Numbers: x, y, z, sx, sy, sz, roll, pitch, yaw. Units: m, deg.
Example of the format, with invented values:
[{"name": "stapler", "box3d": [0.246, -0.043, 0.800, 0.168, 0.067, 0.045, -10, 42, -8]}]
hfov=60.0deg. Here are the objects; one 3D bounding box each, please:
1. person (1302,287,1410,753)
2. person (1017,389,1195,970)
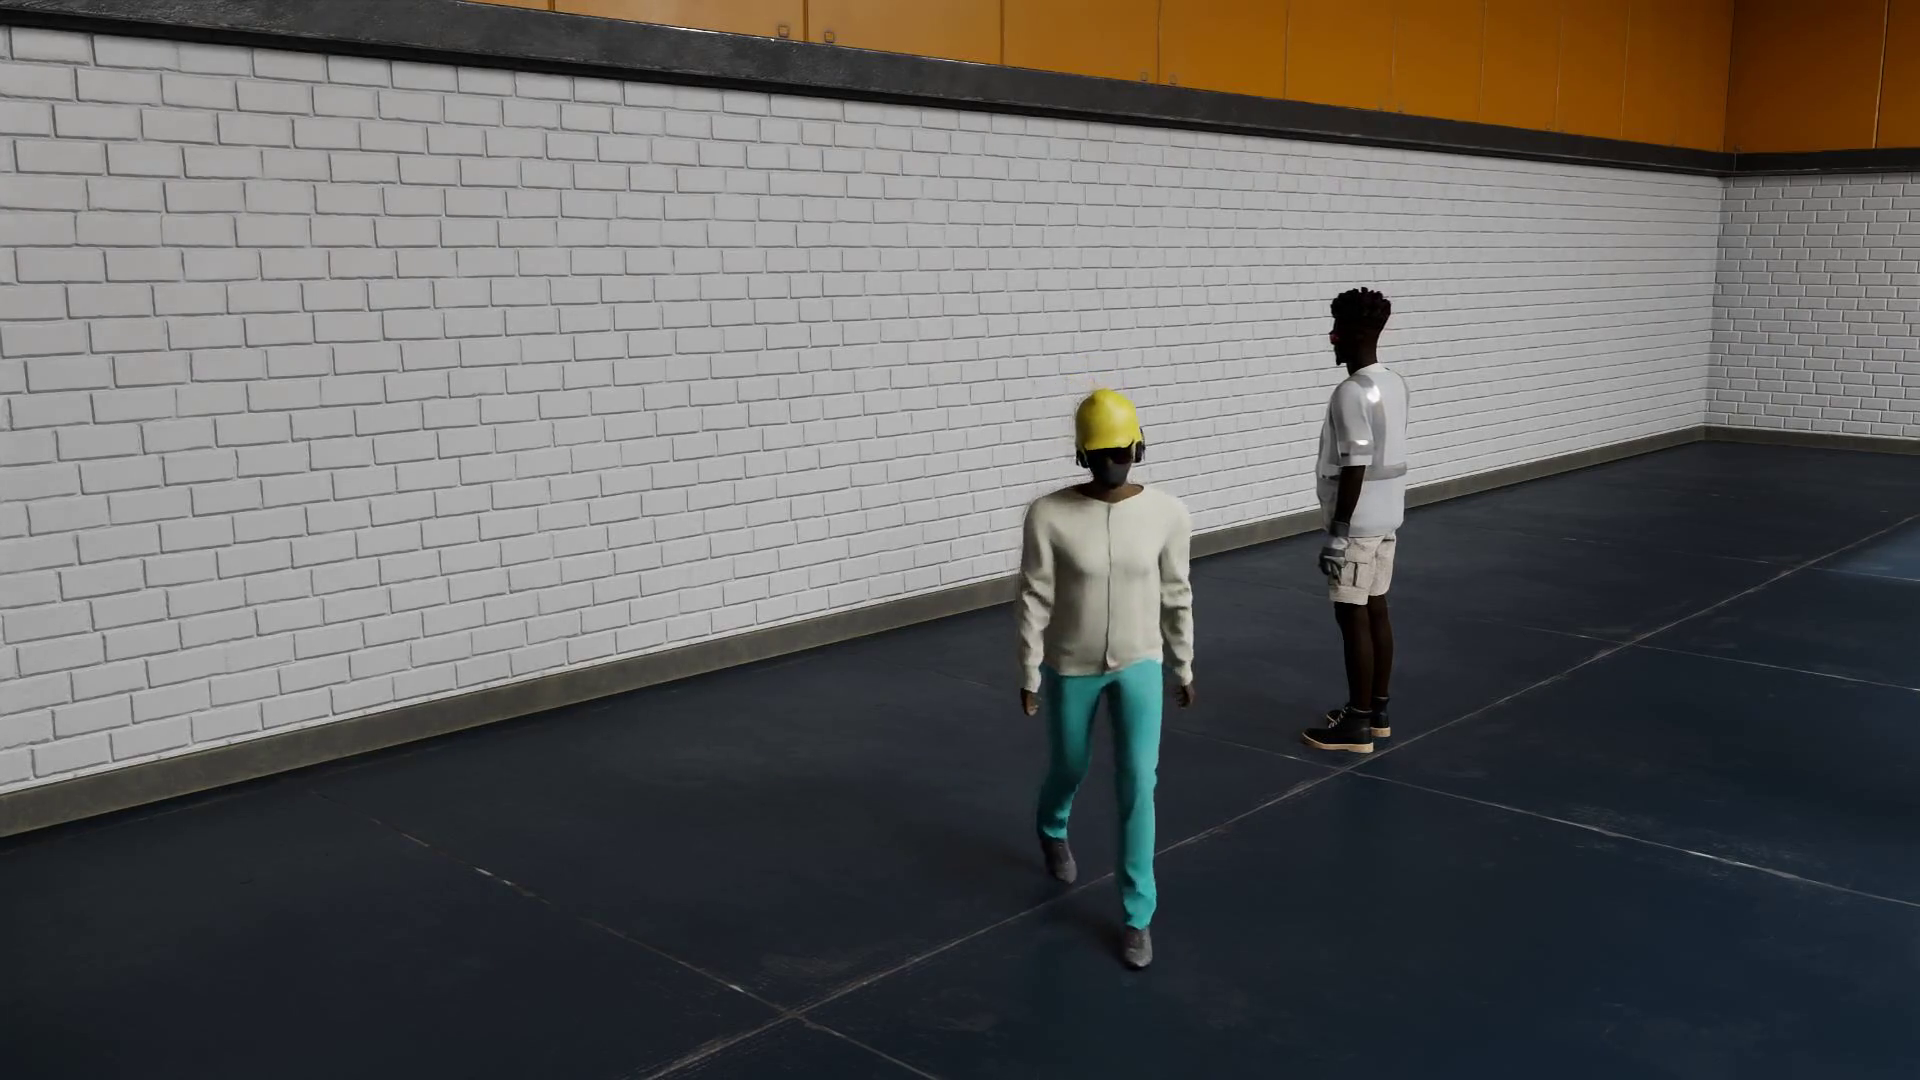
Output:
[{"name": "person", "box3d": [1.691, -0.084, 7.070, 0.361, 1.963, 0.613, 6, 12, 32]}, {"name": "person", "box3d": [0.445, 0.367, 5.208, 0.563, 1.720, 0.852, -1, 10, -4]}]
